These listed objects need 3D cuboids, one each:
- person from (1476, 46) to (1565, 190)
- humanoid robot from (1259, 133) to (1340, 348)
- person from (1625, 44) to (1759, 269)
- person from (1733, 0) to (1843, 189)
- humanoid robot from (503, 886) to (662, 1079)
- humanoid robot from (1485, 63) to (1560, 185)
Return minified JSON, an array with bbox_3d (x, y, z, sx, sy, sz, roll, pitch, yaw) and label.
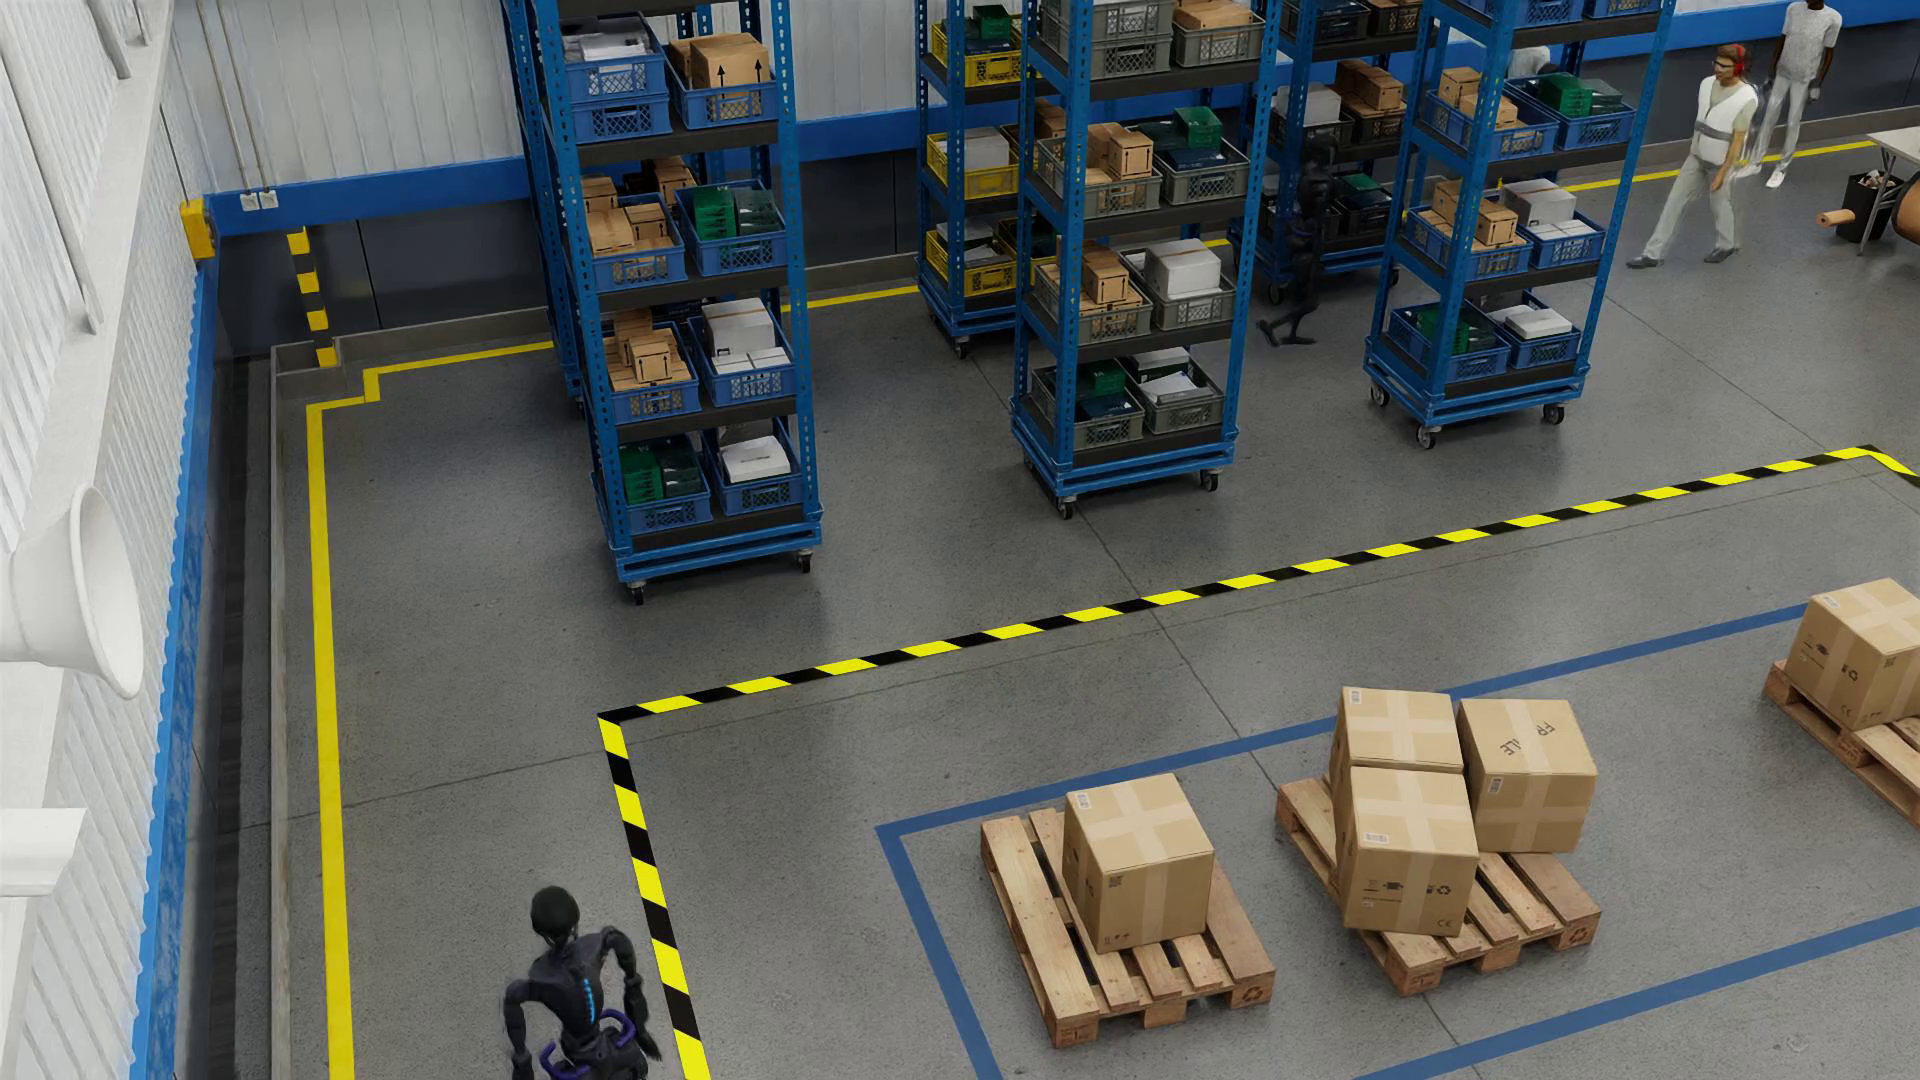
[{"bbox_3d":[4.711,-3.577,13.781,0.995,1.809,0.549,-5,35,-7],"label":"person"},{"bbox_3d":[2.414,-2.116,11.839,0.444,1.647,0.595,0,35,-1],"label":"humanoid robot"},{"bbox_3d":[5.843,-2.962,12.927,0.952,1.799,0.586,-14,37,-18],"label":"person"},{"bbox_3d":[7.157,-3.954,14.273,0.332,1.872,0.508,-24,42,-30],"label":"person"},{"bbox_3d":[-1.340,1.959,6.058,0.481,1.636,0.610,28,44,34],"label":"humanoid robot"},{"bbox_3d":[4.455,-2.949,13.017,0.482,1.636,0.584,-28,44,-34],"label":"humanoid robot"}]
